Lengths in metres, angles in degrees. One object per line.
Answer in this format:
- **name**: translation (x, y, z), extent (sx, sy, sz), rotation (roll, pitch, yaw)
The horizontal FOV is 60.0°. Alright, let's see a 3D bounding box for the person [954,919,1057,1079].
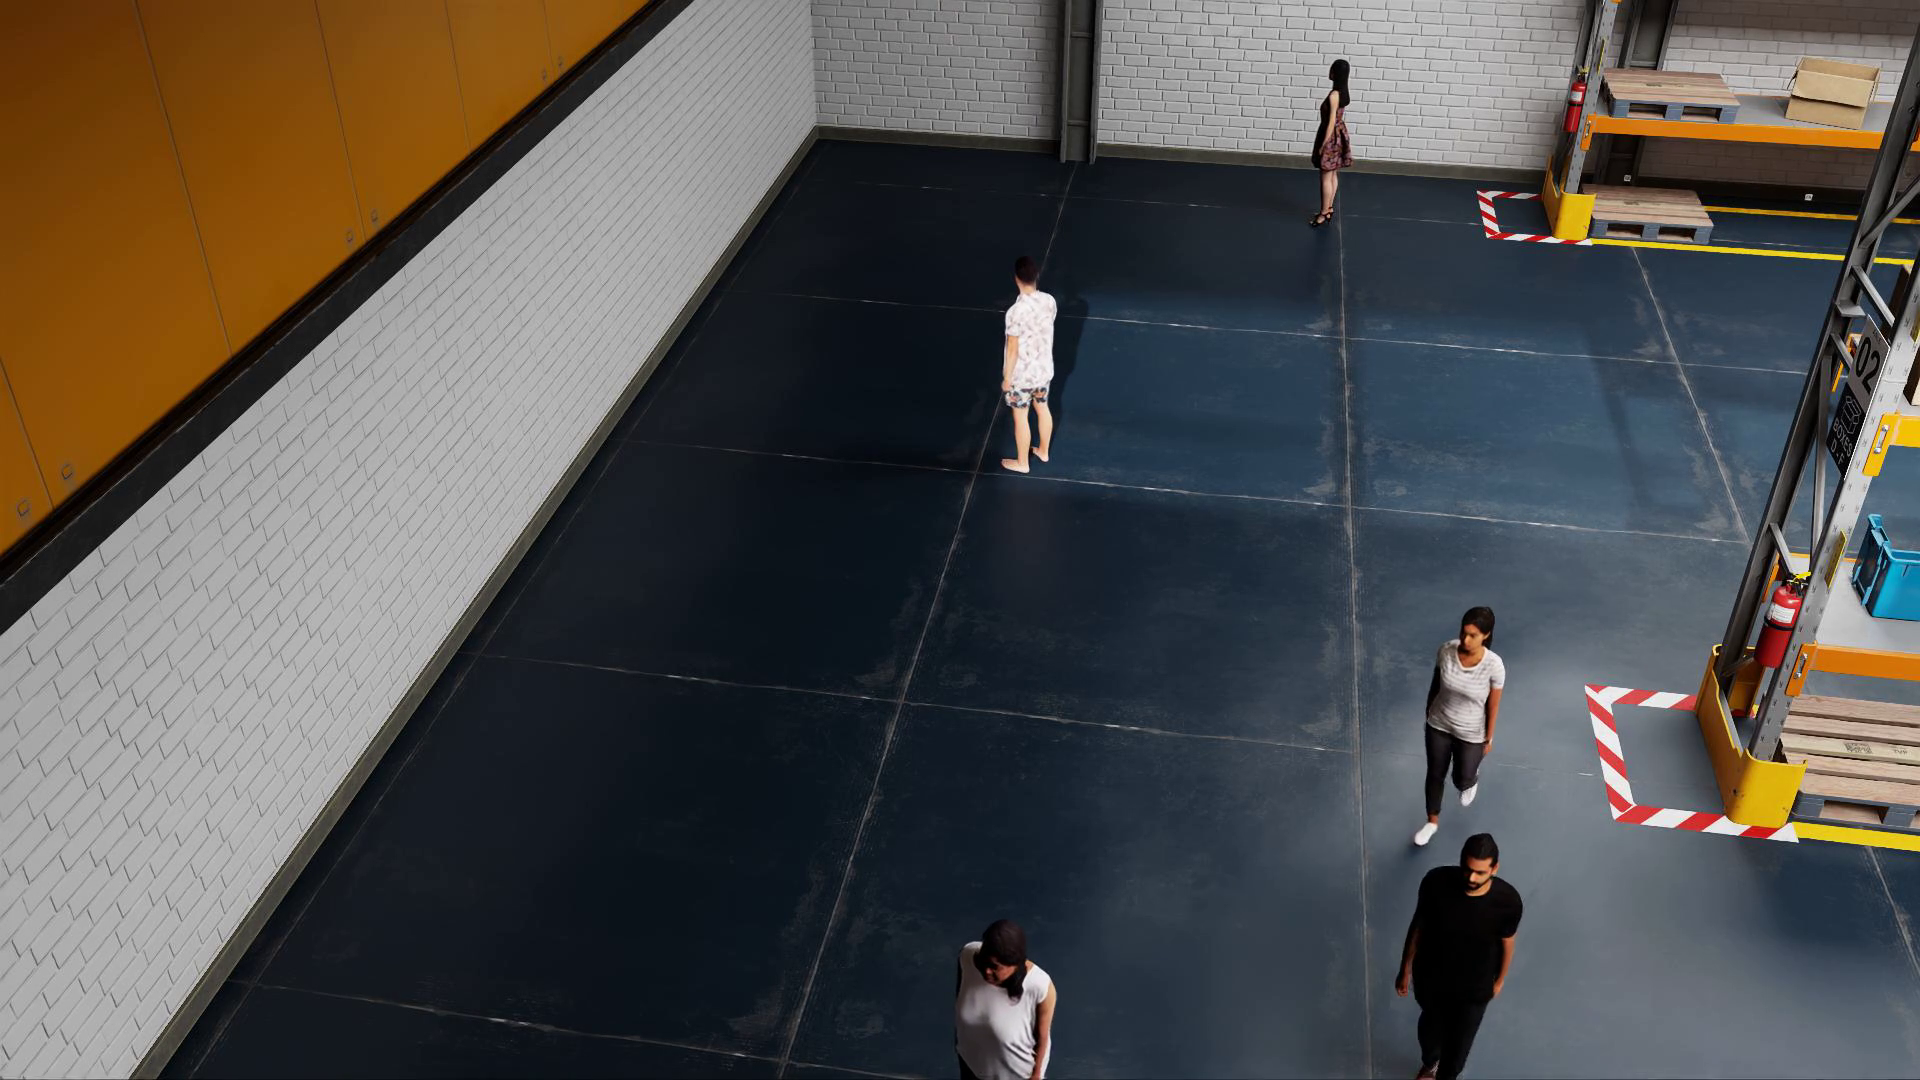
- **person**: translation (0.191, 2.368, 7.667), extent (0.674, 1.682, 0.797), rotation (19, 38, 26)

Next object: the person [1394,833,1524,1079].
- **person**: translation (2.416, 2.052, 8.087), extent (0.681, 1.744, 0.780), rotation (16, 37, 23)

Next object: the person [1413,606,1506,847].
- **person**: translation (2.938, 1.048, 9.691), extent (0.870, 1.639, 0.861), rotation (24, 41, 32)

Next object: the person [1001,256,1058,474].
- **person**: translation (0.559, -1.382, 13.187), extent (0.753, 1.816, 0.790), rotation (-26, 41, -33)

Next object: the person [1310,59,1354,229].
- **person**: translation (3.869, -4.148, 17.387), extent (0.769, 1.774, 0.750), rotation (16, 37, 23)
